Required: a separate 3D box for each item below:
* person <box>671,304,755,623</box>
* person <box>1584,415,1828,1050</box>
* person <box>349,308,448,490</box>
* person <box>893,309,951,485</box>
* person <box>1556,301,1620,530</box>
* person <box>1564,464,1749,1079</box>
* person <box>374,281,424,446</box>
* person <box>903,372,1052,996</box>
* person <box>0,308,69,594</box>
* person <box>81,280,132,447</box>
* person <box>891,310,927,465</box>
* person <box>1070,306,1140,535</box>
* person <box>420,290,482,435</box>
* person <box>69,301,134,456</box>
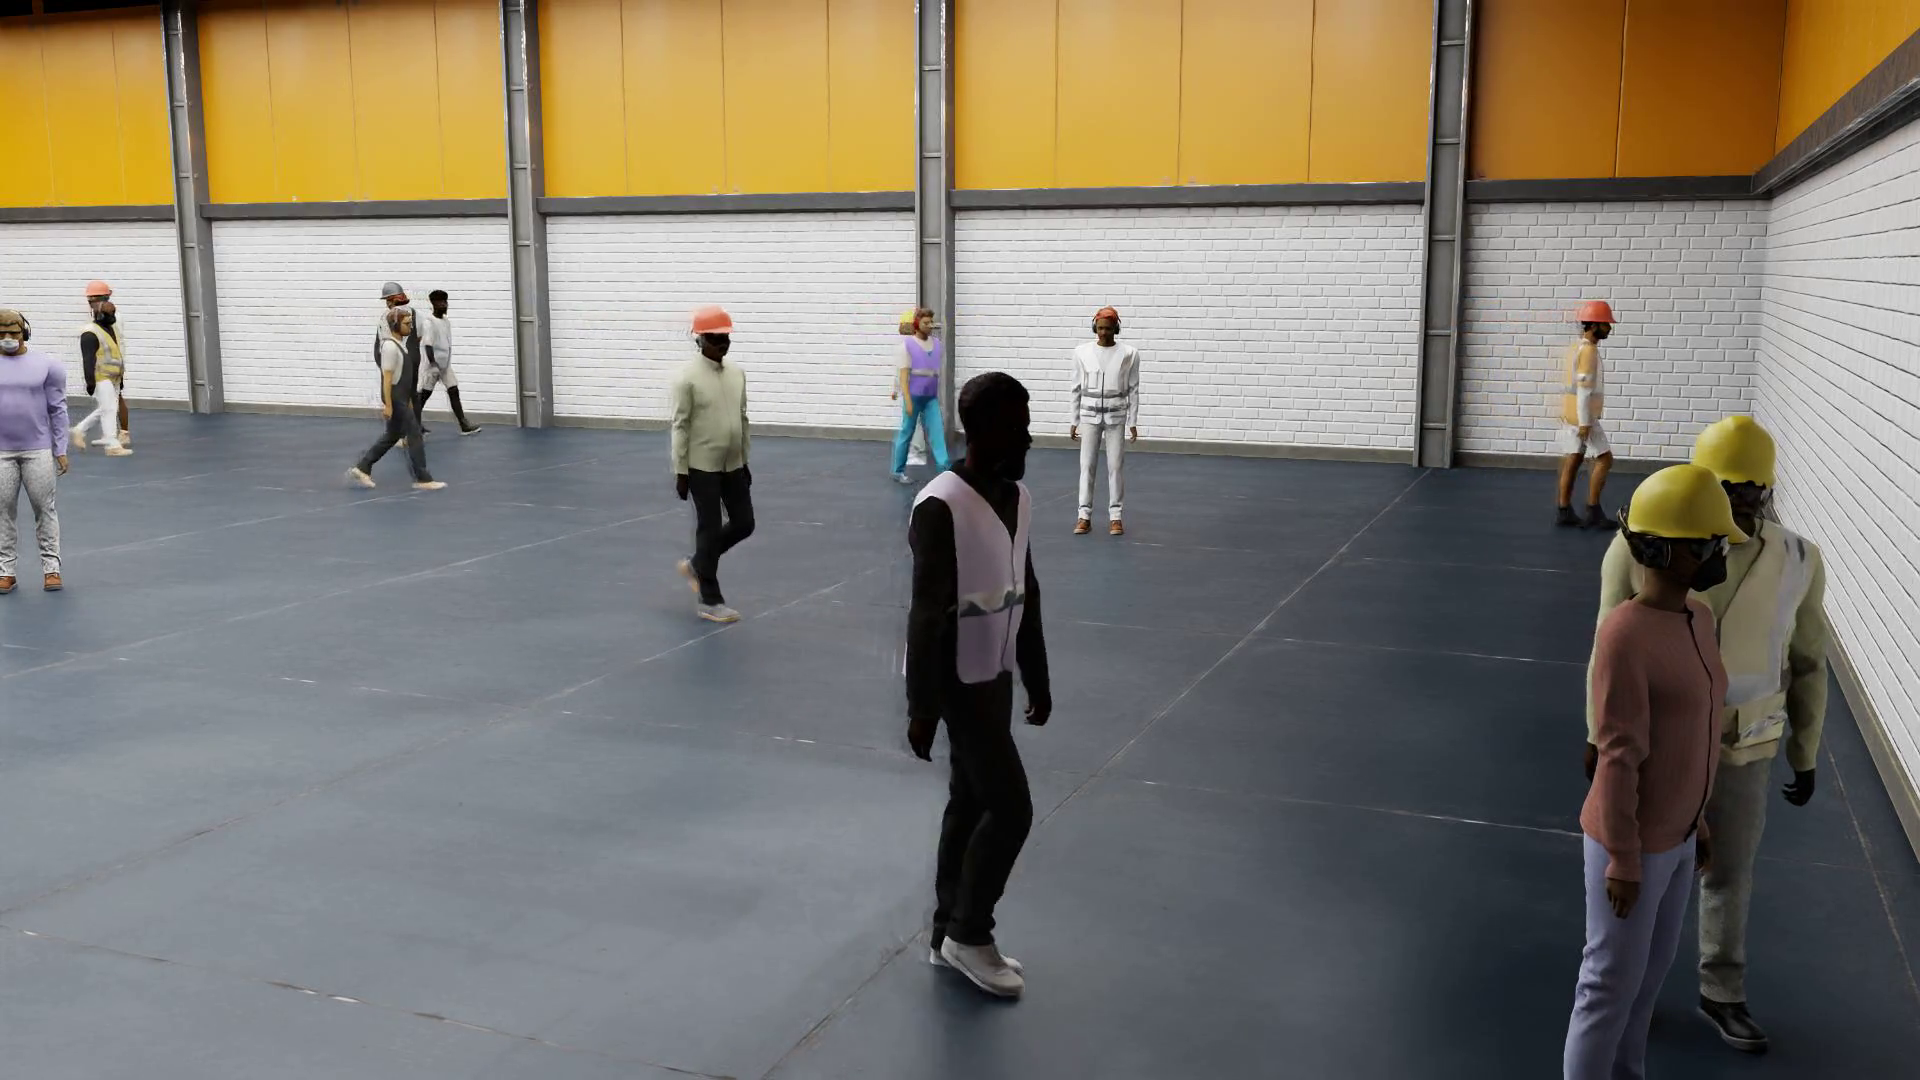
[{"bbox_3d":[-1.579,-0.481,10.428,0.542,1.983,0.630,7,12,36],"label":"person"},{"bbox_3d":[2.098,0.551,4.694,0.622,1.819,0.415,3,10,15],"label":"person"},{"bbox_3d":[-5.619,-1.380,16.436,0.918,1.814,0.527,-1,9,-8],"label":"person"},{"bbox_3d":[-0.365,-1.414,16.658,0.591,1.788,0.985,-9,13,-42],"label":"person"},{"bbox_3d":[5.355,-1.031,13.944,0.649,1.919,0.571,2,10,13],"label":"person"},{"bbox_3d":[1.644,0.700,3.930,0.308,1.769,0.525,8,12,41],"label":"person"},{"bbox_3d":[-6.981,-2.186,20.590,0.537,2.000,0.680,3,10,16],"label":"person"},{"bbox_3d":[0.107,0.442,5.076,0.553,1.900,0.629,4,10,25],"label":"person"},{"bbox_3d":[-6.391,-0.602,11.308,0.630,1.937,0.373,-4,10,-22],"label":"person"},{"bbox_3d":[-10.449,-2.142,20.318,0.614,2.040,0.391,6,11,34],"label":"person"},{"bbox_3d":[-0.568,-1.693,18.562,0.540,1.726,0.491,5,11,27],"label":"person"},{"bbox_3d":[1.190,-0.982,13.756,0.573,1.887,0.354,2,10,9],"label":"person"},{"bbox_3d":[-6.817,-2.309,21.746,1.022,1.909,0.619,3,10,16],"label":"person"},{"bbox_3d":[-10.115,-1.888,19.471,0.724,1.819,0.634,0,9,-1],"label":"person"}]
